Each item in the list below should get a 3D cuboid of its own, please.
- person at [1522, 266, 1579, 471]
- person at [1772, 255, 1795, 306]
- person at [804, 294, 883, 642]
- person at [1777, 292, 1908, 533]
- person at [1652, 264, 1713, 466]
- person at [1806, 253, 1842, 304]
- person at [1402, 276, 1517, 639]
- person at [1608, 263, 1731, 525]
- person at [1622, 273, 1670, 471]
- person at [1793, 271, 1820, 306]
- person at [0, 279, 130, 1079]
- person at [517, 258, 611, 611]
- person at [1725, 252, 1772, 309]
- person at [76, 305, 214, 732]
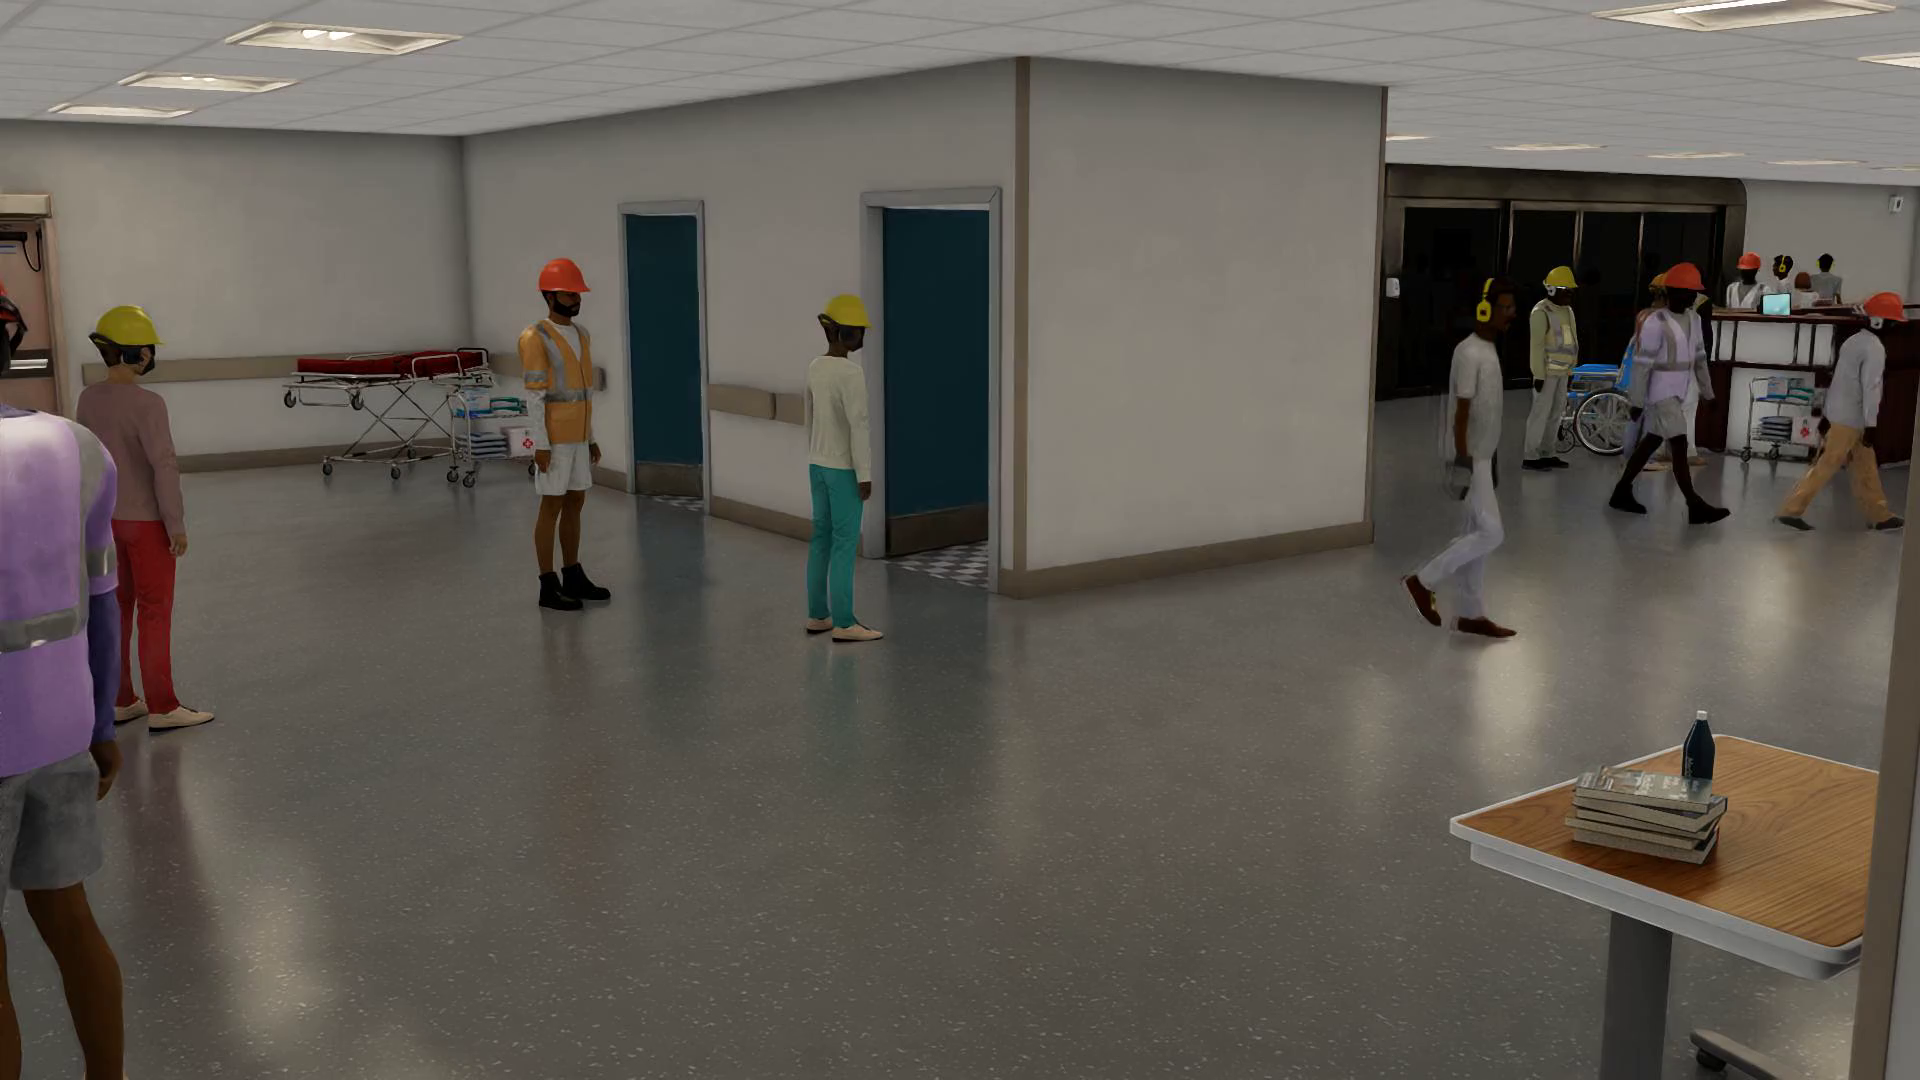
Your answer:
[{"bbox_3d":[5.285,-1.518,14.818,0.594,1.820,0.404,-10,14,-44],"label":"person"},{"bbox_3d":[10.663,-2.770,21.677,0.318,1.870,0.531,6,12,29],"label":"person"},{"bbox_3d":[-0.596,-0.366,8.509,0.330,1.765,0.533,-7,12,-33],"label":"person"},{"bbox_3d":[6.206,-0.873,11.564,0.915,1.685,0.614,3,10,14],"label":"person"},{"bbox_3d":[6.601,-1.599,15.215,0.430,1.841,0.624,-5,11,-27],"label":"person"},{"bbox_3d":[13.036,-3.387,25.180,0.584,1.865,0.343,4,11,24],"label":"person"},{"bbox_3d":[2.615,-0.412,8.502,0.477,1.856,0.544,5,11,26],"label":"person"},{"bbox_3d":[5.203,-1.076,12.167,0.552,1.882,1.016,-8,13,-37],"label":"person"},{"bbox_3d":[6.219,-1.498,14.884,0.349,1.758,0.522,-3,10,-15],"label":"person"},{"bbox_3d":[12.148,-3.068,24.101,0.507,1.643,0.484,6,12,32],"label":"person"},{"bbox_3d":[-2.010,0.409,3.435,0.408,2.032,0.613,3,11,17],"label":"person"},{"bbox_3d":[-2.189,-0.587,9.262,0.358,1.938,0.542,4,11,21],"label":"person"},{"bbox_3d":[8.937,-2.314,18.989,0.408,1.918,0.565,-7,12,-33],"label":"person"},{"bbox_3d":[-3.416,-0.085,6.929,0.533,1.767,0.313,5,11,27],"label":"person"}]
